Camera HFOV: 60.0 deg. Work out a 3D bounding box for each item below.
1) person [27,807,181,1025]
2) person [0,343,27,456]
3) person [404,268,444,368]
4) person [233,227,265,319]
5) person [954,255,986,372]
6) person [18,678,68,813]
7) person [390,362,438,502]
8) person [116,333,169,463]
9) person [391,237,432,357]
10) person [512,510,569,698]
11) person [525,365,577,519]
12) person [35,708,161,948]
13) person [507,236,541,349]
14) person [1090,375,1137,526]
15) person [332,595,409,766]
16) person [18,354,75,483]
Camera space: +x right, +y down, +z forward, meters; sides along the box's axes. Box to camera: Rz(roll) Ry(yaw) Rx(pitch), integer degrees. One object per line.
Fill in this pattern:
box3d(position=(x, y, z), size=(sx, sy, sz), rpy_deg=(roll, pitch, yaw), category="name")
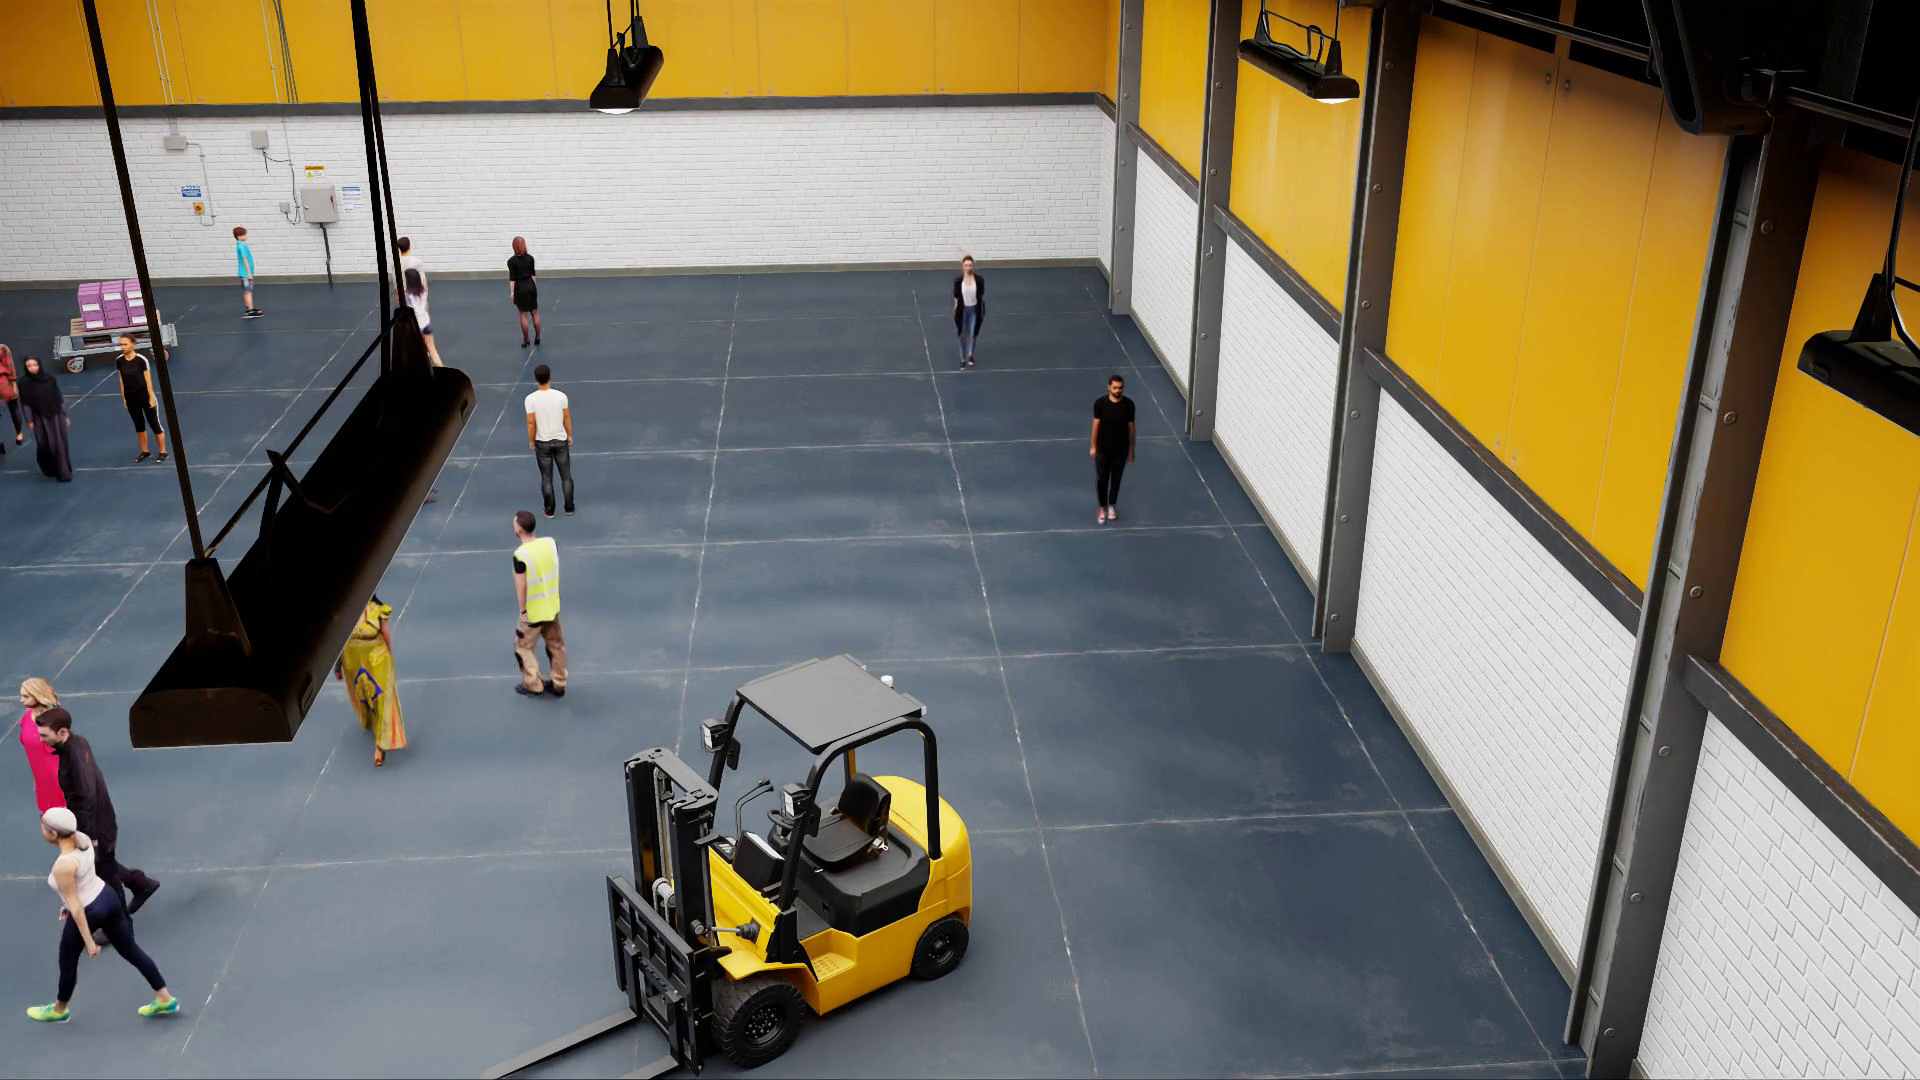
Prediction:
box3d(position=(-5.614, 2.503, 10.969), size=(0.719, 1.644, 1.137), rpy_deg=(0, 24, -1), category="person")
box3d(position=(-12.147, -1.885, 20.968), size=(0.779, 1.675, 1.118), rpy_deg=(-8, 25, -18), category="person")
box3d(position=(-7.537, -2.940, 23.378), size=(1.103, 1.678, 1.145), rpy_deg=(14, 27, 29), category="person")
box3d(position=(-11.547, -4.339, 26.866), size=(0.652, 1.448, 0.541), rpy_deg=(-12, 27, -26), category="person")
box3d(position=(0.140, -3.361, 24.365), size=(0.642, 1.659, 0.880), rpy_deg=(-1, 24, -3), category="person")
box3d(position=(-6.773, 1.787, 12.501), size=(0.659, 1.729, 0.685), rpy_deg=(11, 26, 23), category="person")
box3d(position=(-6.430, -1.261, 19.383), size=(0.922, 1.801, 0.689), rpy_deg=(-2, 24, -5), category="person")
box3d(position=(-10.229, -1.787, 20.757), size=(0.615, 1.665, 0.568), rpy_deg=(3, 24, 6), category="person")
box3d(position=(-8.164, -3.619, 24.764), size=(0.678, 1.812, 0.577), rpy_deg=(1, 24, 1), category="person")
box3d(position=(-3.764, 0.616, 15.053), size=(0.938, 1.830, 0.874), rpy_deg=(17, 29, 34), category="person")
box3d(position=(-4.697, -1.135, 19.100), size=(0.698, 1.798, 0.632), rpy_deg=(-9, 25, -19), category="person")
box3d(position=(-6.098, 1.991, 11.830), size=(0.973, 1.893, 0.924), rpy_deg=(-18, 29, -35), category="person")
box3d(position=(-6.601, -3.770, 25.243), size=(0.658, 1.706, 0.677), rpy_deg=(-18, 30, -36), category="person")
box3d(position=(1.734, -1.080, 19.043), size=(0.677, 1.742, 0.716), rpy_deg=(0, 24, 0), category="person")
box3d(position=(-5.128, 1.035, 14.372), size=(0.823, 1.609, 1.263), rpy_deg=(-5, 24, -12), category="person")
box3d(position=(-11.110, -1.507, 20.193), size=(0.850, 1.603, 0.926), rpy_deg=(-21, 31, -39), category="person")
